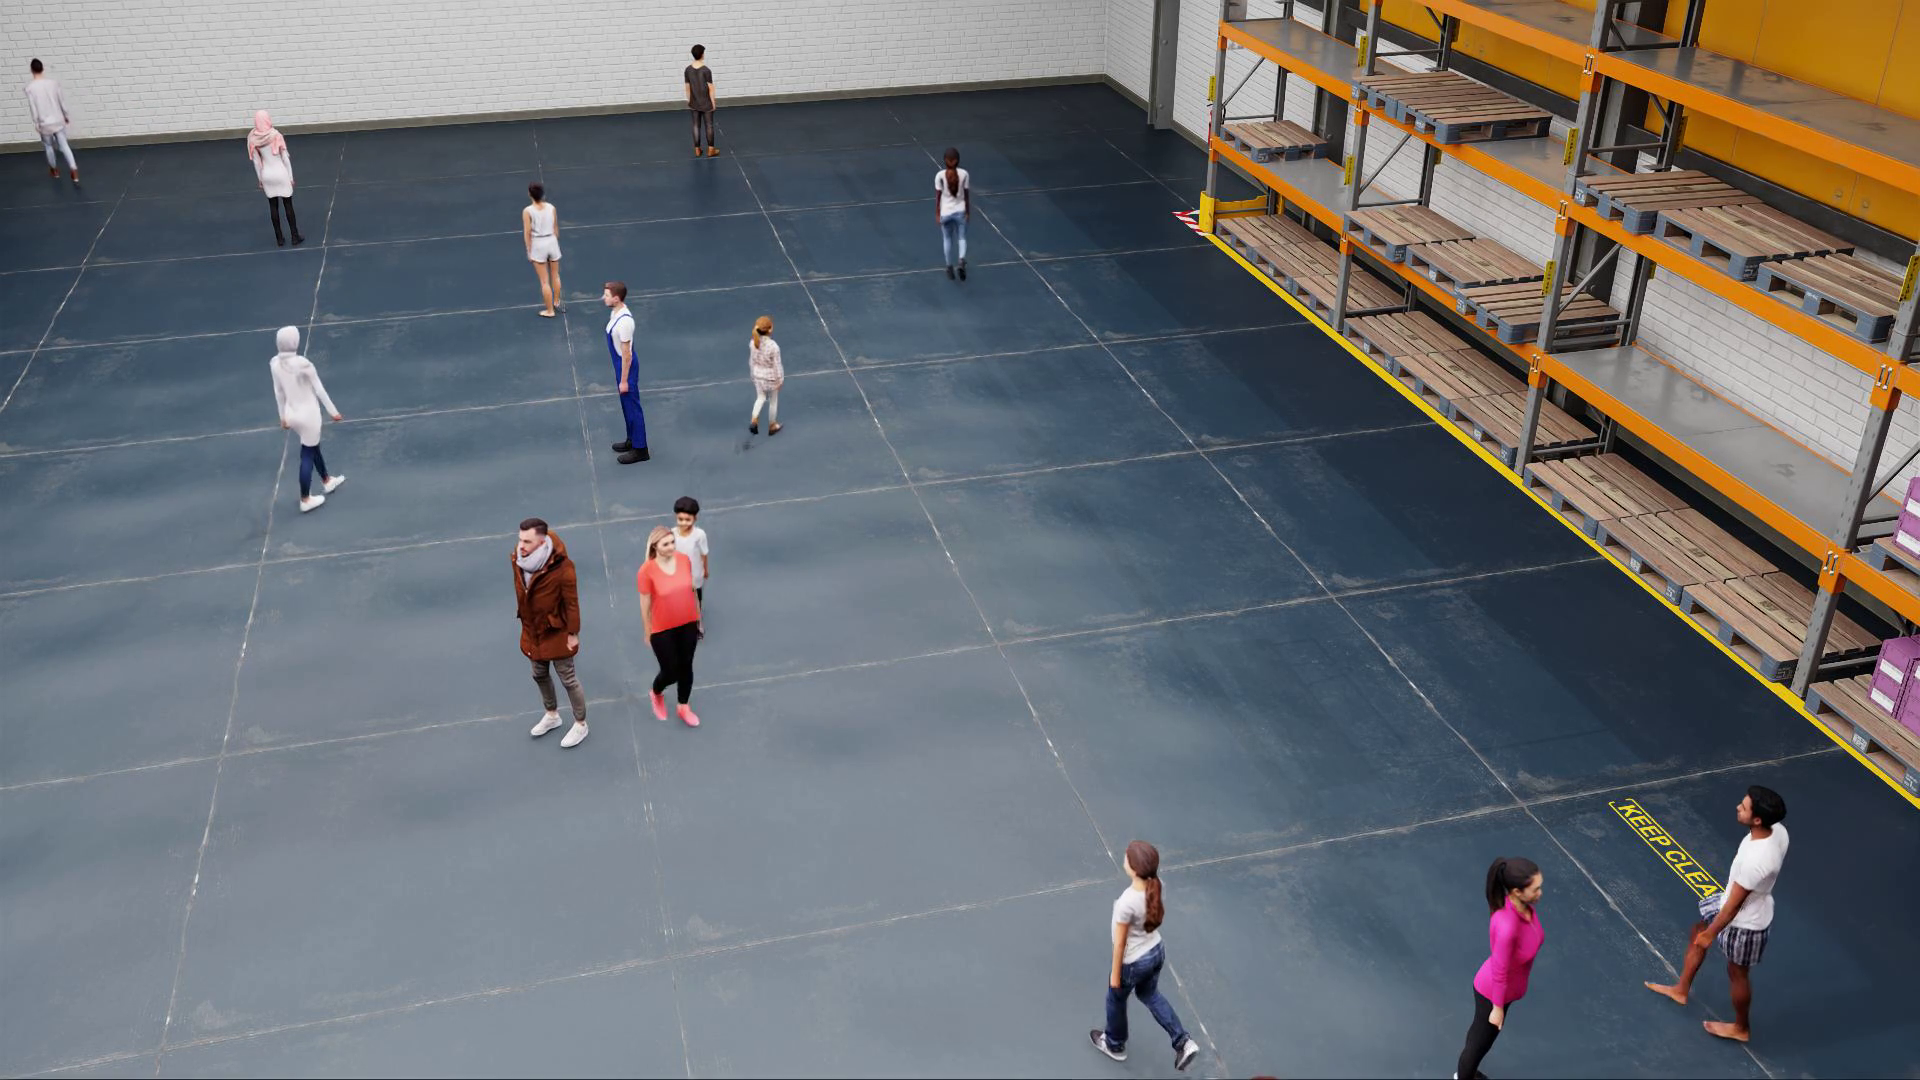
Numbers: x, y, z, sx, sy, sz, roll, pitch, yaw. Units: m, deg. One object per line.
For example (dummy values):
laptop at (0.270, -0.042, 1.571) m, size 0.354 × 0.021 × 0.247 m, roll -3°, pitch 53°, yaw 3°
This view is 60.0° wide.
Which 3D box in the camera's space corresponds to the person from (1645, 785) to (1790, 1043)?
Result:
person at (4.520, 2.162, 9.433) m, size 0.991 × 1.711 × 0.924 m, roll 16°, pitch 32°, yaw 27°

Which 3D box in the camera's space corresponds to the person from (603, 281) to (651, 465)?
person at (-3.275, -1.668, 16.309) m, size 0.684 × 1.851 × 0.498 m, roll -8°, pitch 30°, yaw -15°

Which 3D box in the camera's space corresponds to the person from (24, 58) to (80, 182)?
person at (-13.399, -6.163, 24.604) m, size 1.026 × 1.798 × 1.243 m, roll -23°, pitch 36°, yaw -36°

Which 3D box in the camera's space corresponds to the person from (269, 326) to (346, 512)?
person at (-6.110, -1.077, 15.328) m, size 0.907 × 1.752 × 0.988 m, roll 13°, pitch 31°, yaw 23°

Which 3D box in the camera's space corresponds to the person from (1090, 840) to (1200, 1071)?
person at (1.045, 2.348, 9.263) m, size 0.984 × 1.547 × 0.818 m, roll 24°, pitch 37°, yaw 37°

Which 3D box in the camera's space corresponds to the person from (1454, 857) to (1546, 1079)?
person at (2.909, 2.403, 9.004) m, size 0.745 × 1.698 × 0.684 m, roll 15°, pitch 32°, yaw 26°

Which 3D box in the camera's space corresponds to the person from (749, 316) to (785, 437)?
person at (-1.999, -1.626, 16.808) m, size 0.755 × 1.298 × 0.820 m, roll 15°, pitch 32°, yaw 25°

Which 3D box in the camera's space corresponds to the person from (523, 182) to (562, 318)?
person at (-4.951, -3.470, 19.870) m, size 0.699 × 1.602 × 0.803 m, roll -22°, pitch 36°, yaw -35°

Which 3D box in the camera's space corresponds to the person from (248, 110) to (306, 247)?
person at (-9.113, -4.823, 22.141) m, size 0.652 × 1.804 × 0.624 m, roll -4°, pitch 29°, yaw -7°

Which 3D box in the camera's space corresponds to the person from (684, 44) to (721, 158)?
person at (-4.043, -6.863, 25.970) m, size 0.705 × 1.717 × 0.711 m, roll 7°, pitch 29°, yaw 12°

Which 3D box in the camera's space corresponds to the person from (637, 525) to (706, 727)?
person at (-2.174, 0.617, 12.294) m, size 0.737 × 1.684 × 0.800 m, roll -24°, pitch 36°, yaw -36°

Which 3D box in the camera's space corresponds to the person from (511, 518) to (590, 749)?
person at (-2.973, 0.650, 12.073) m, size 0.836 × 1.836 × 0.886 m, roll 12°, pitch 31°, yaw 21°

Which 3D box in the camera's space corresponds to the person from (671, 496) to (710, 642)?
person at (-2.200, 0.197, 13.515) m, size 0.626 × 1.251 × 0.749 m, roll 3°, pitch 29°, yaw 5°

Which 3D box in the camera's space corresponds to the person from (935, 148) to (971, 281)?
person at (-0.065, -4.041, 20.803) m, size 0.650 × 1.713 × 0.881 m, roll -4°, pitch 29°, yaw -8°
